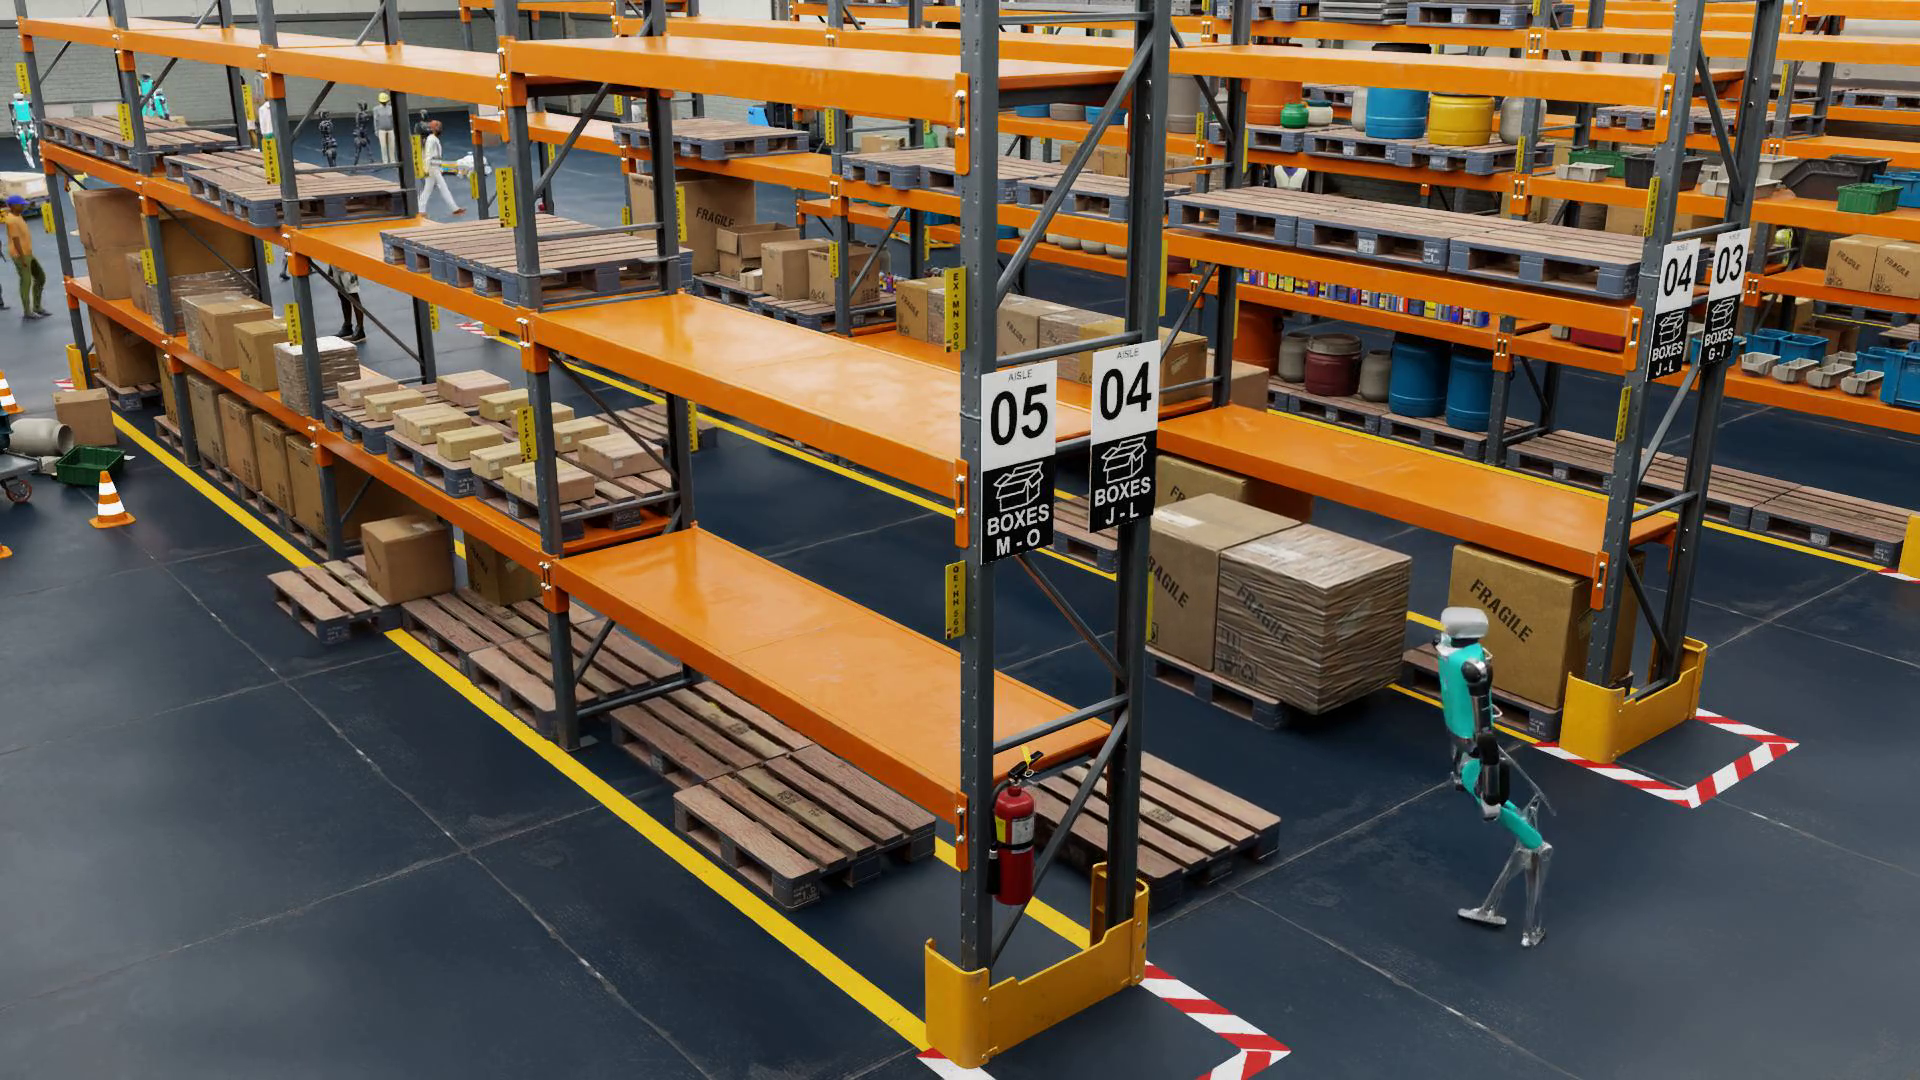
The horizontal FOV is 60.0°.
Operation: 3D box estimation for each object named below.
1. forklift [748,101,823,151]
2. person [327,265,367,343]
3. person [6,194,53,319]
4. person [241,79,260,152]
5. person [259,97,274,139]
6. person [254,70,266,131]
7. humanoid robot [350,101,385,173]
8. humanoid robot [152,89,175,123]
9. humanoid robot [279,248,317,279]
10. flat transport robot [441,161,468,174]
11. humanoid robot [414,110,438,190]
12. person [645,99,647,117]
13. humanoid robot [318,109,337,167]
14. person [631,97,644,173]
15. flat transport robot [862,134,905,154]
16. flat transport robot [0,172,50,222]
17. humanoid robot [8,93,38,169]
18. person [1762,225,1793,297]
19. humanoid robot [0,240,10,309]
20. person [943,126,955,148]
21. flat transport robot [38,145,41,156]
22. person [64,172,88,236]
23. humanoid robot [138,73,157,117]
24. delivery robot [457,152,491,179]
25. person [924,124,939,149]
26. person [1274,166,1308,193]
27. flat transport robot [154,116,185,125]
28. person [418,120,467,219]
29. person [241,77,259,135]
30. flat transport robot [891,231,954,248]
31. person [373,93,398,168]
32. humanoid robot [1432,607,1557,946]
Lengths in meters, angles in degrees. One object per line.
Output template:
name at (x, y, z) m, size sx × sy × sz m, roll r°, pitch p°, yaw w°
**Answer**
forklift at (-4.526, -11.368, 42.374) m, size 1.129 × 2.768 × 1.873 m, roll -15°, pitch 24°, yaw -37°
person at (-7.947, -3.526, 21.413) m, size 0.601 × 1.966 × 0.371 m, roll 16°, pitch 25°, yaw 39°
person at (-12.799, -3.892, 22.839) m, size 0.445 × 1.702 × 0.503 m, roll -4°, pitch 20°, yaw -12°
person at (-18.049, -10.731, 42.106) m, size 0.795 × 1.842 × 0.409 m, roll 11°, pitch 22°, yaw 29°
person at (-15.753, -9.330, 38.144) m, size 0.494 × 1.837 × 1.065 m, roll -5°, pitch 20°, yaw -15°
person at (-19.888, -12.656, 47.552) m, size 0.405 × 1.871 × 0.491 m, roll 11°, pitch 22°, yaw 28°
humanoid robot at (-13.698, -9.246, 38.173) m, size 0.749 × 1.619 × 0.612 m, roll 1°, pitch 19°, yaw 2°
humanoid robot at (-19.015, -10.016, 40.278) m, size 0.798 × 1.797 × 0.530 m, roll -18°, pitch 26°, yaw -41°
humanoid robot at (-10.362, -4.872, 25.787) m, size 0.593 × 1.645 × 0.793 m, roll 3°, pitch 20°, yaw 9°
flat transport robot at (-11.855, -8.598, 38.406) m, size 1.431 × 0.231 × 0.659 m, roll 4°, pitch 20°, yaw 11°
humanoid robot at (-11.398, -8.356, 35.571) m, size 0.315 × 1.657 × 0.599 m, roll 15°, pitch 24°, yaw 36°
person at (-7.936, -11.114, 42.996) m, size 0.484 × 1.978 × 0.411 m, roll -18°, pitch 26°, yaw -42°
humanoid robot at (-13.581, -8.433, 35.790) m, size 0.315 × 1.657 × 0.599 m, roll -12°, pitch 23°, yaw -30°
person at (-7.354, -9.134, 37.483) m, size 0.370 × 1.894 × 0.581 m, roll 4°, pitch 20°, yaw 11°
flat transport robot at (-1.764, -8.258, 37.439) m, size 1.431 × 0.231 × 0.659 m, roll 2°, pitch 20°, yaw 7°
flat transport robot at (-18.058, -6.276, 31.798) m, size 0.659 × 0.231 × 1.431 m, roll 7°, pitch 20°, yaw 18°
humanoid robot at (-22.122, -9.667, 39.326) m, size 0.533 × 1.777 × 1.048 m, roll -13°, pitch 23°, yaw -33°
person at (10.762, -3.515, 21.814) m, size 0.538 × 1.683 × 0.572 m, roll -16°, pitch 25°, yaw -38°
humanoid robot at (-13.878, -4.096, 23.550) m, size 0.794 × 1.623 × 0.589 m, roll 14°, pitch 24°, yaw 35°
person at (-0.052, -7.742, 33.766) m, size 0.588 × 1.720 × 0.653 m, roll -10°, pitch 22°, yaw -26°
flat transport robot at (-22.947, -9.895, 42.097) m, size 0.659 × 0.231 × 1.431 m, roll -10°, pitch 21°, yaw -25°
person at (-15.823, -6.402, 29.728) m, size 0.397 × 1.886 × 0.524 m, roll -2°, pitch 19°, yaw -6°
humanoid robot at (-22.052, -11.656, 45.058) m, size 0.545 × 1.885 × 0.806 m, roll -1°, pitch 19°, yaw -2°
delivery robot at (-11.019, -8.469, 37.605) m, size 0.499 × 0.594 × 0.778 m, roll 7°, pitch 21°, yaw 19°
person at (-0.660, -7.541, 33.192) m, size 0.465 × 1.732 × 0.325 m, roll -2°, pitch 19°, yaw -6°
person at (5.335, -5.447, 27.060) m, size 0.562 × 1.845 × 0.391 m, roll 3°, pitch 20°, yaw 7°
flat transport robot at (-19.807, -9.702, 41.547) m, size 1.431 × 0.231 × 0.659 m, roll -6°, pitch 20°, yaw -15°
person at (-9.982, -7.041, 31.638) m, size 0.969 × 1.811 × 0.639 m, roll -6°, pitch 20°, yaw -16°
person at (-19.689, -11.926, 45.734) m, size 0.615 × 1.682 × 0.540 m, roll 13°, pitch 23°, yaw 33°
flat transport robot at (-0.654, -5.255, 28.893) m, size 0.659 × 0.231 × 1.431 m, roll -7°, pitch 21°, yaw -20°
person at (-13.460, -9.621, 39.097) m, size 0.558 × 1.741 × 0.383 m, roll -10°, pitch 22°, yaw -27°
humanoid robot at (2.750, 1.194, 8.378) m, size 0.836 × 1.802 × 0.566 m, roll -2°, pitch 19°, yaw -6°
